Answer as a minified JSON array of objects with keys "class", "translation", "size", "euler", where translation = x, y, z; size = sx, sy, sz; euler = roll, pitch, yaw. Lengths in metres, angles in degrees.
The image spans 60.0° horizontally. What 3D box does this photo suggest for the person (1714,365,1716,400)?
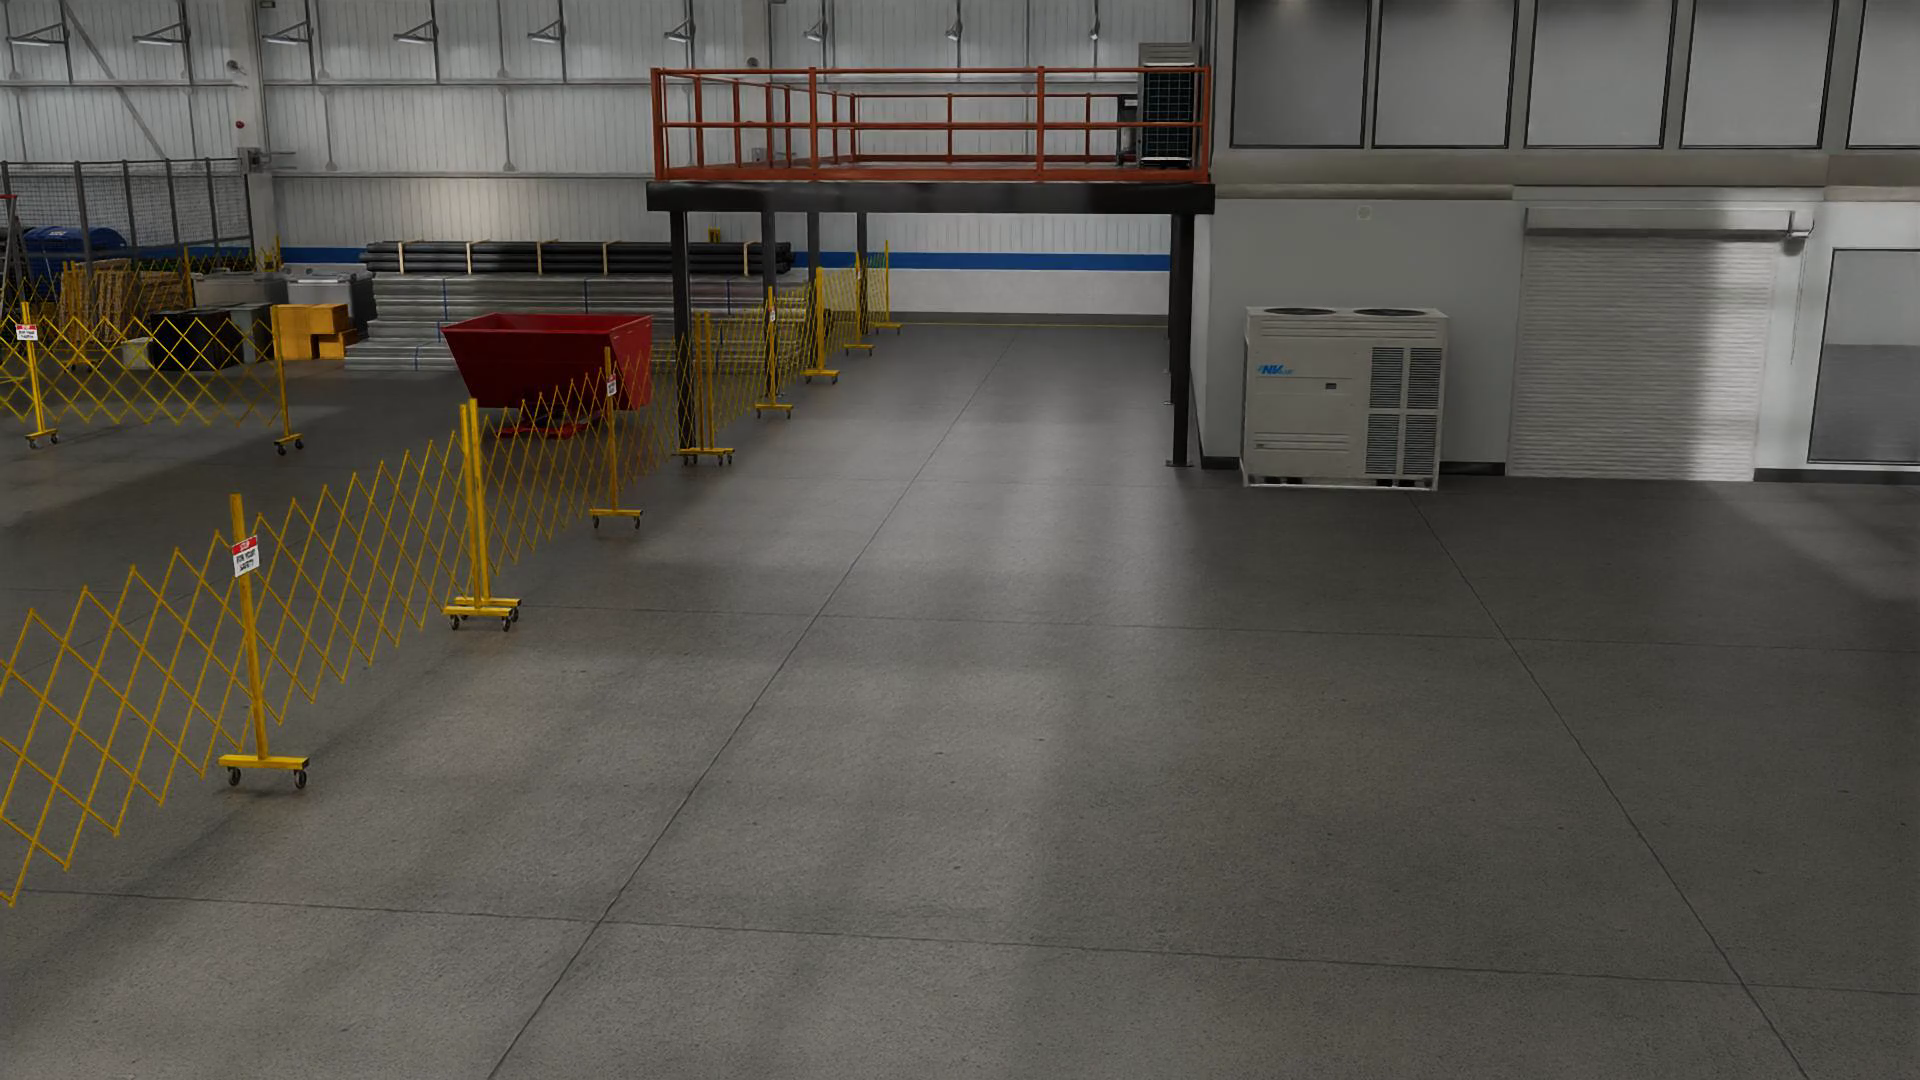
[{"class":"person","translation":[8.102,-1.648,18.100],"size":[0.268,1.632,0.507],"euler":[-6,15,-23]}]
